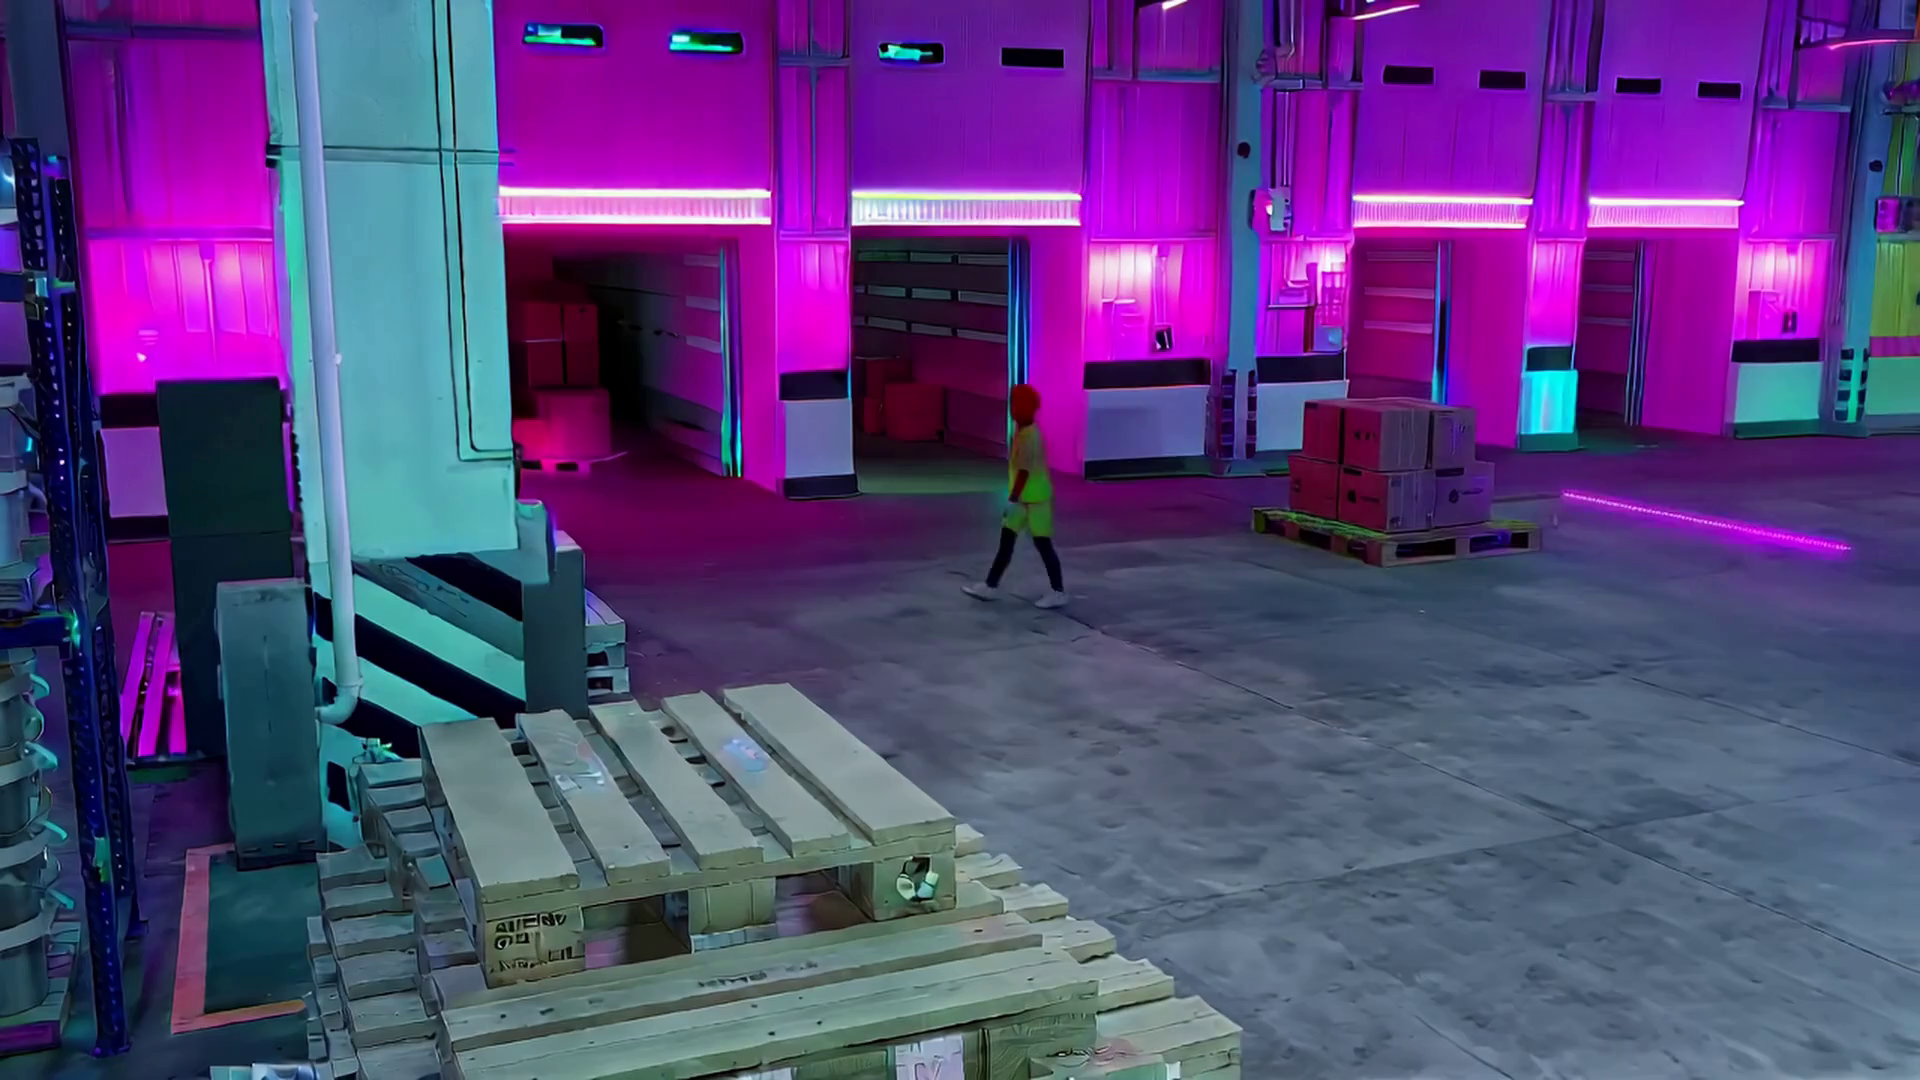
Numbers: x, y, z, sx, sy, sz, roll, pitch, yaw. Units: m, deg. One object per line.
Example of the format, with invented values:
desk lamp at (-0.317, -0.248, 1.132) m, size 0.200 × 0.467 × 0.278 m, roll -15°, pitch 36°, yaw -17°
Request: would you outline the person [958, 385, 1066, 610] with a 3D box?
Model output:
person at (0.396, -0.298, 12.197) m, size 0.836 × 1.659 × 0.538 m, roll -1°, pitch 10°, yaw -7°
